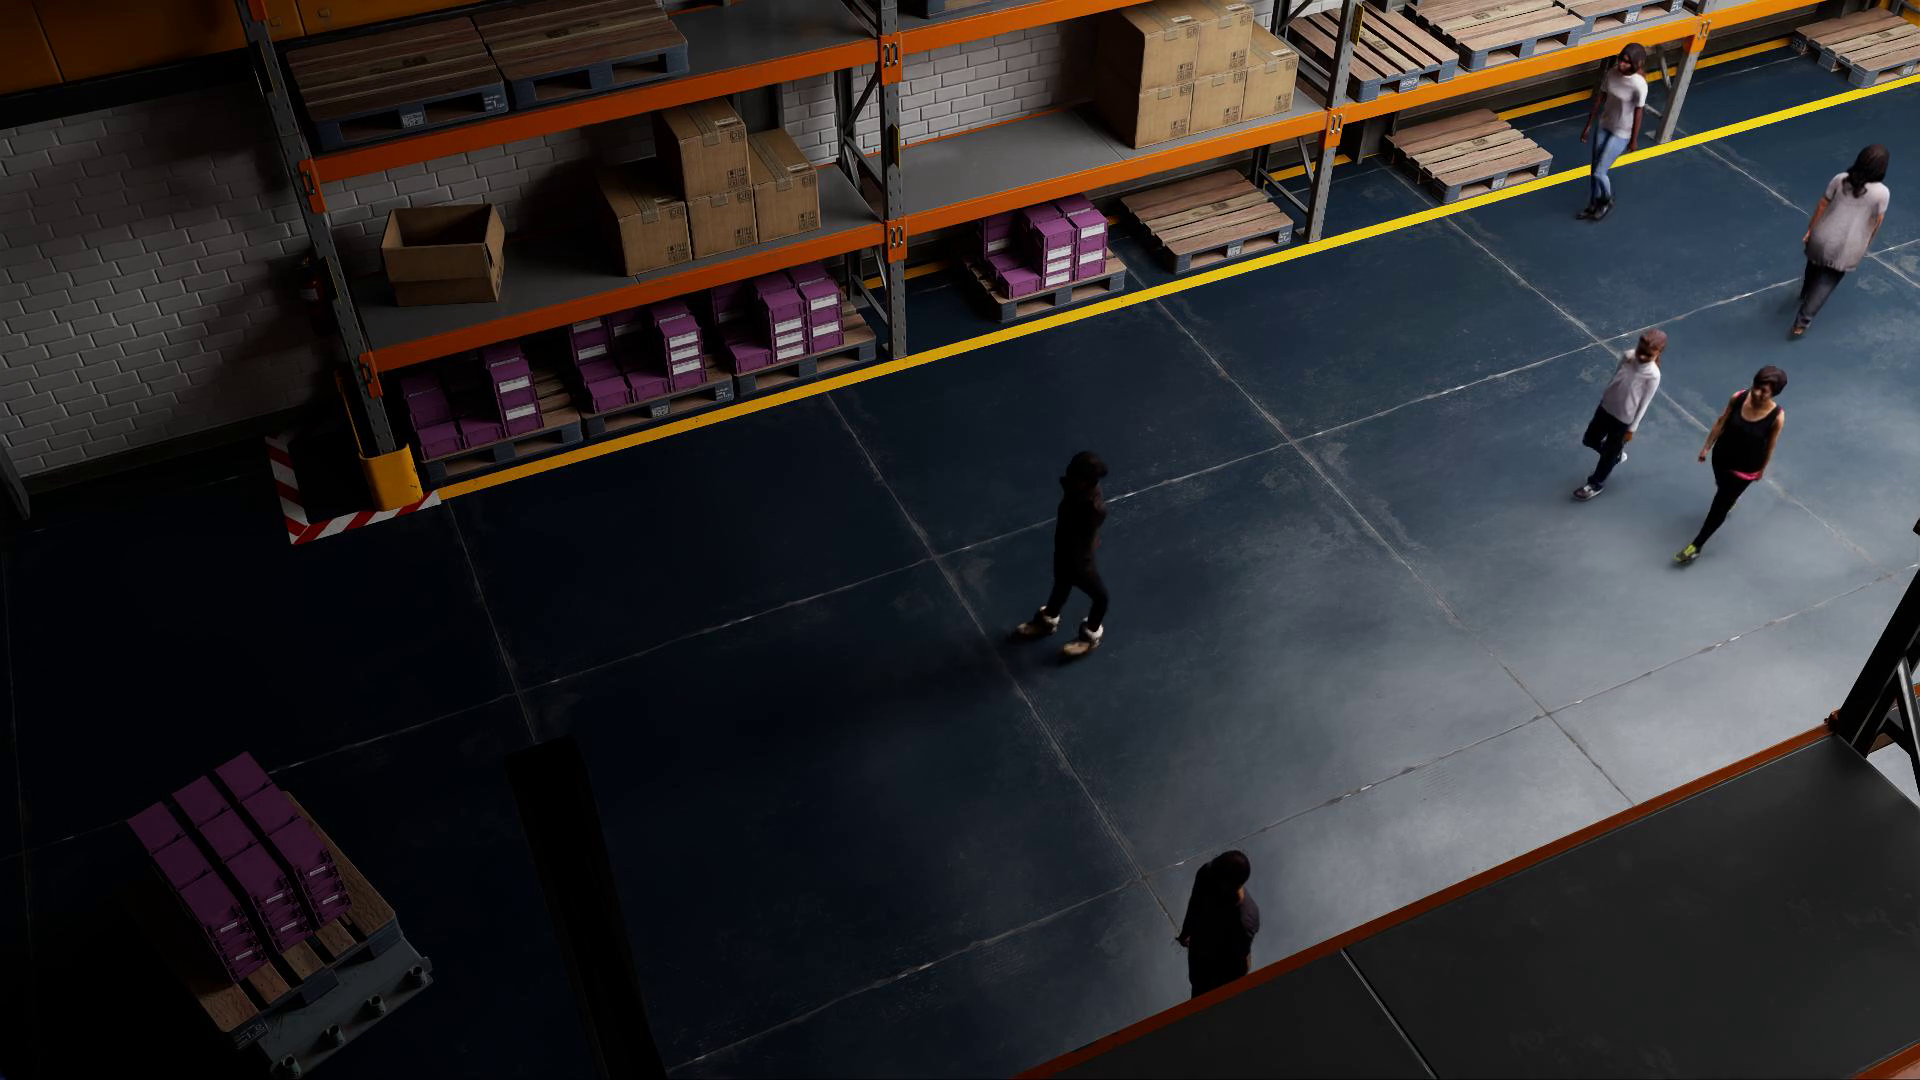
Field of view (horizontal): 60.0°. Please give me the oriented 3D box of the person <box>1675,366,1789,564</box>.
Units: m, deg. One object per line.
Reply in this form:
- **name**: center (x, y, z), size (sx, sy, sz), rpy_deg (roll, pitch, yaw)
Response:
- **person**: center (5.399, -0.595, 11.470), size (1.087, 1.514, 0.713), rpy_deg (-28, 50, -26)

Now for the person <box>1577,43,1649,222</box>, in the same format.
- **person**: center (5.732, -3.557, 14.443), size (0.604, 1.701, 0.577), rpy_deg (-19, 47, -19)

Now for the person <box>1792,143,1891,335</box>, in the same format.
- **person**: center (6.996, -2.369, 13.295), size (0.884, 1.565, 1.144), rpy_deg (33, 52, 29)

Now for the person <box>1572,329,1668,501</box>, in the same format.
- **person**: center (4.753, -0.910, 11.781), size (0.675, 1.541, 0.548), rpy_deg (-17, 46, -17)

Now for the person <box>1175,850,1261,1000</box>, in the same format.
- **person**: center (1.307, 2.124, 8.436), size (0.526, 1.762, 0.647), rpy_deg (-16, 46, -16)

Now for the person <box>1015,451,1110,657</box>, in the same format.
- **person**: center (0.617, 0.130, 10.609), size (0.839, 1.652, 0.670), rpy_deg (-11, 45, -11)
